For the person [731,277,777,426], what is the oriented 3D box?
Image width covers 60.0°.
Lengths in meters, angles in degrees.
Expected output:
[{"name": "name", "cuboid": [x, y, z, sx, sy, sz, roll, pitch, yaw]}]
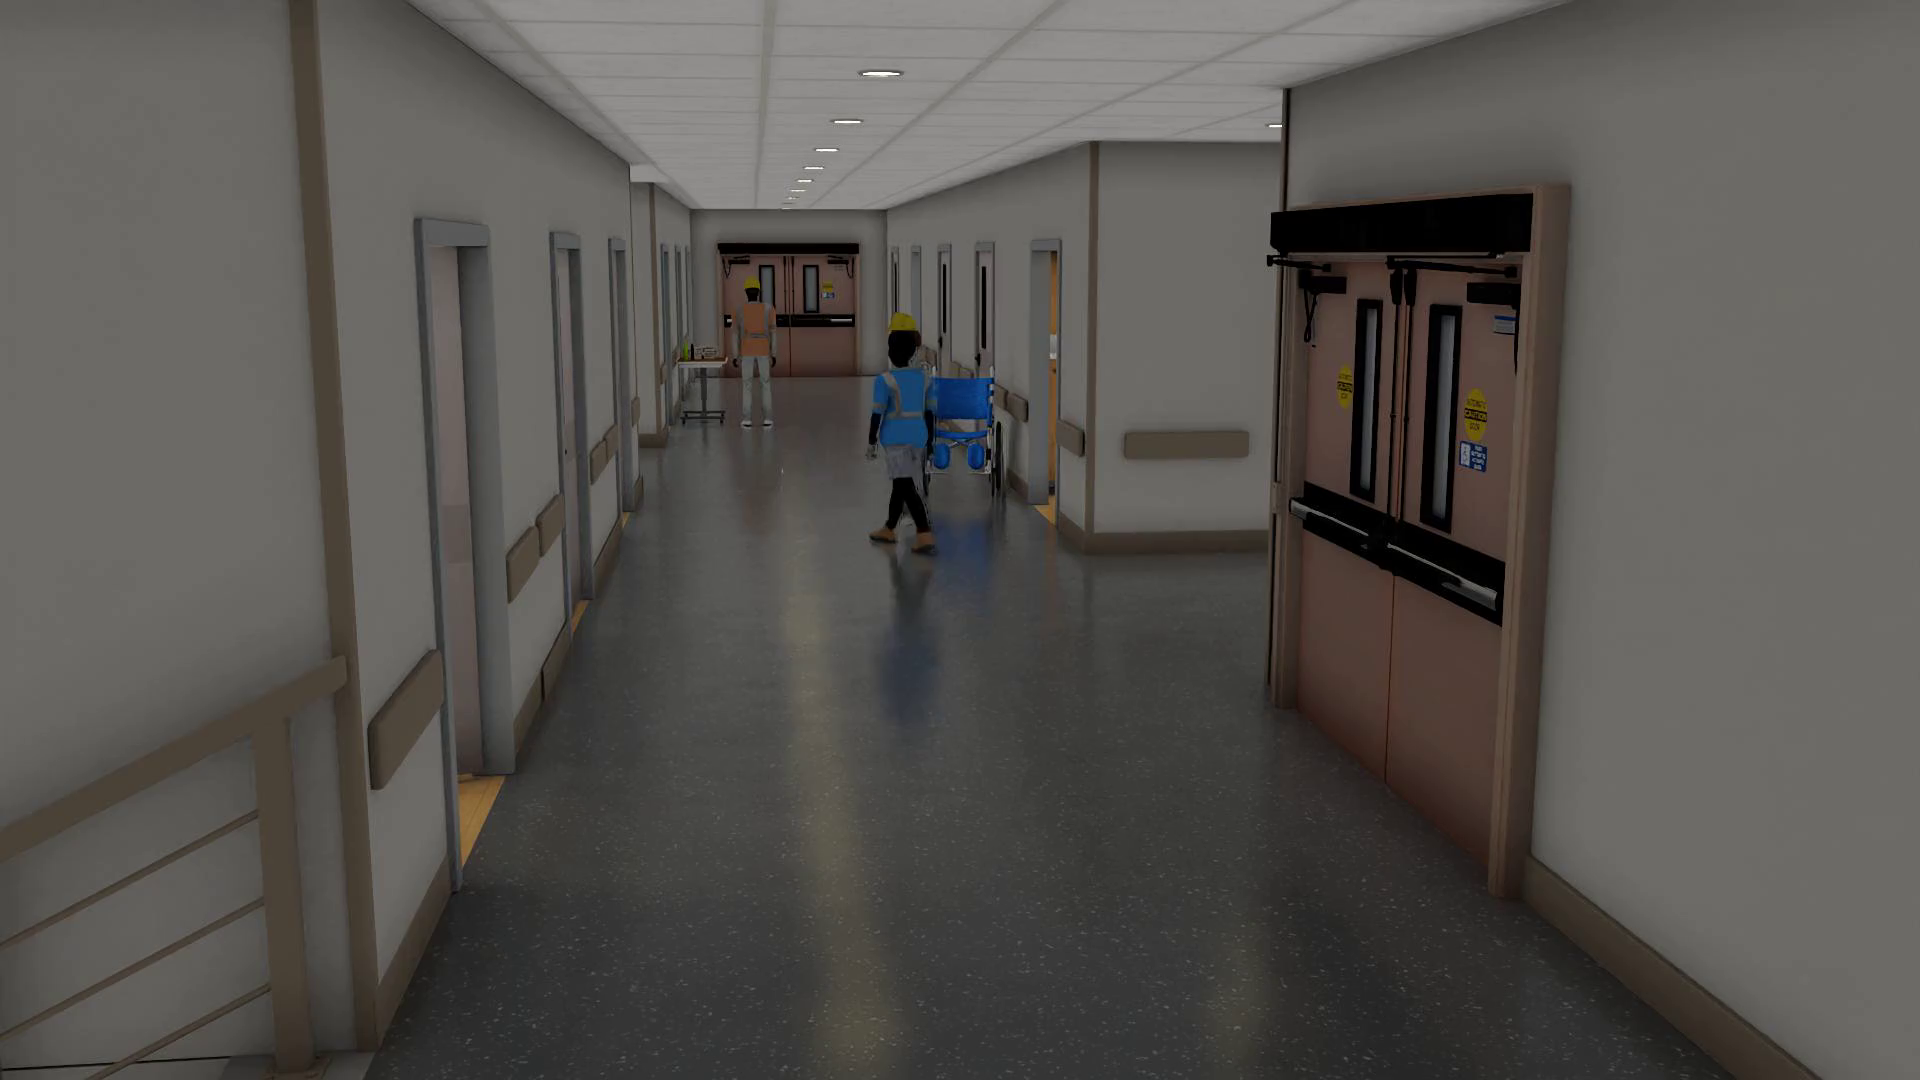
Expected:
[{"name": "person", "cuboid": [-2.661, -2.427, 21.514, 0.585, 1.921, 0.373, -2, 10, -12]}]

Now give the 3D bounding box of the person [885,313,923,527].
[{"name": "person", "cuboid": [-0.459, -0.975, 13.579, 0.295, 1.744, 0.491, -1, 10, -9]}]

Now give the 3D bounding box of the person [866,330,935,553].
[{"name": "person", "cuboid": [-0.423, -0.741, 12.478, 0.543, 1.654, 0.862, -9, 13, -41]}]
